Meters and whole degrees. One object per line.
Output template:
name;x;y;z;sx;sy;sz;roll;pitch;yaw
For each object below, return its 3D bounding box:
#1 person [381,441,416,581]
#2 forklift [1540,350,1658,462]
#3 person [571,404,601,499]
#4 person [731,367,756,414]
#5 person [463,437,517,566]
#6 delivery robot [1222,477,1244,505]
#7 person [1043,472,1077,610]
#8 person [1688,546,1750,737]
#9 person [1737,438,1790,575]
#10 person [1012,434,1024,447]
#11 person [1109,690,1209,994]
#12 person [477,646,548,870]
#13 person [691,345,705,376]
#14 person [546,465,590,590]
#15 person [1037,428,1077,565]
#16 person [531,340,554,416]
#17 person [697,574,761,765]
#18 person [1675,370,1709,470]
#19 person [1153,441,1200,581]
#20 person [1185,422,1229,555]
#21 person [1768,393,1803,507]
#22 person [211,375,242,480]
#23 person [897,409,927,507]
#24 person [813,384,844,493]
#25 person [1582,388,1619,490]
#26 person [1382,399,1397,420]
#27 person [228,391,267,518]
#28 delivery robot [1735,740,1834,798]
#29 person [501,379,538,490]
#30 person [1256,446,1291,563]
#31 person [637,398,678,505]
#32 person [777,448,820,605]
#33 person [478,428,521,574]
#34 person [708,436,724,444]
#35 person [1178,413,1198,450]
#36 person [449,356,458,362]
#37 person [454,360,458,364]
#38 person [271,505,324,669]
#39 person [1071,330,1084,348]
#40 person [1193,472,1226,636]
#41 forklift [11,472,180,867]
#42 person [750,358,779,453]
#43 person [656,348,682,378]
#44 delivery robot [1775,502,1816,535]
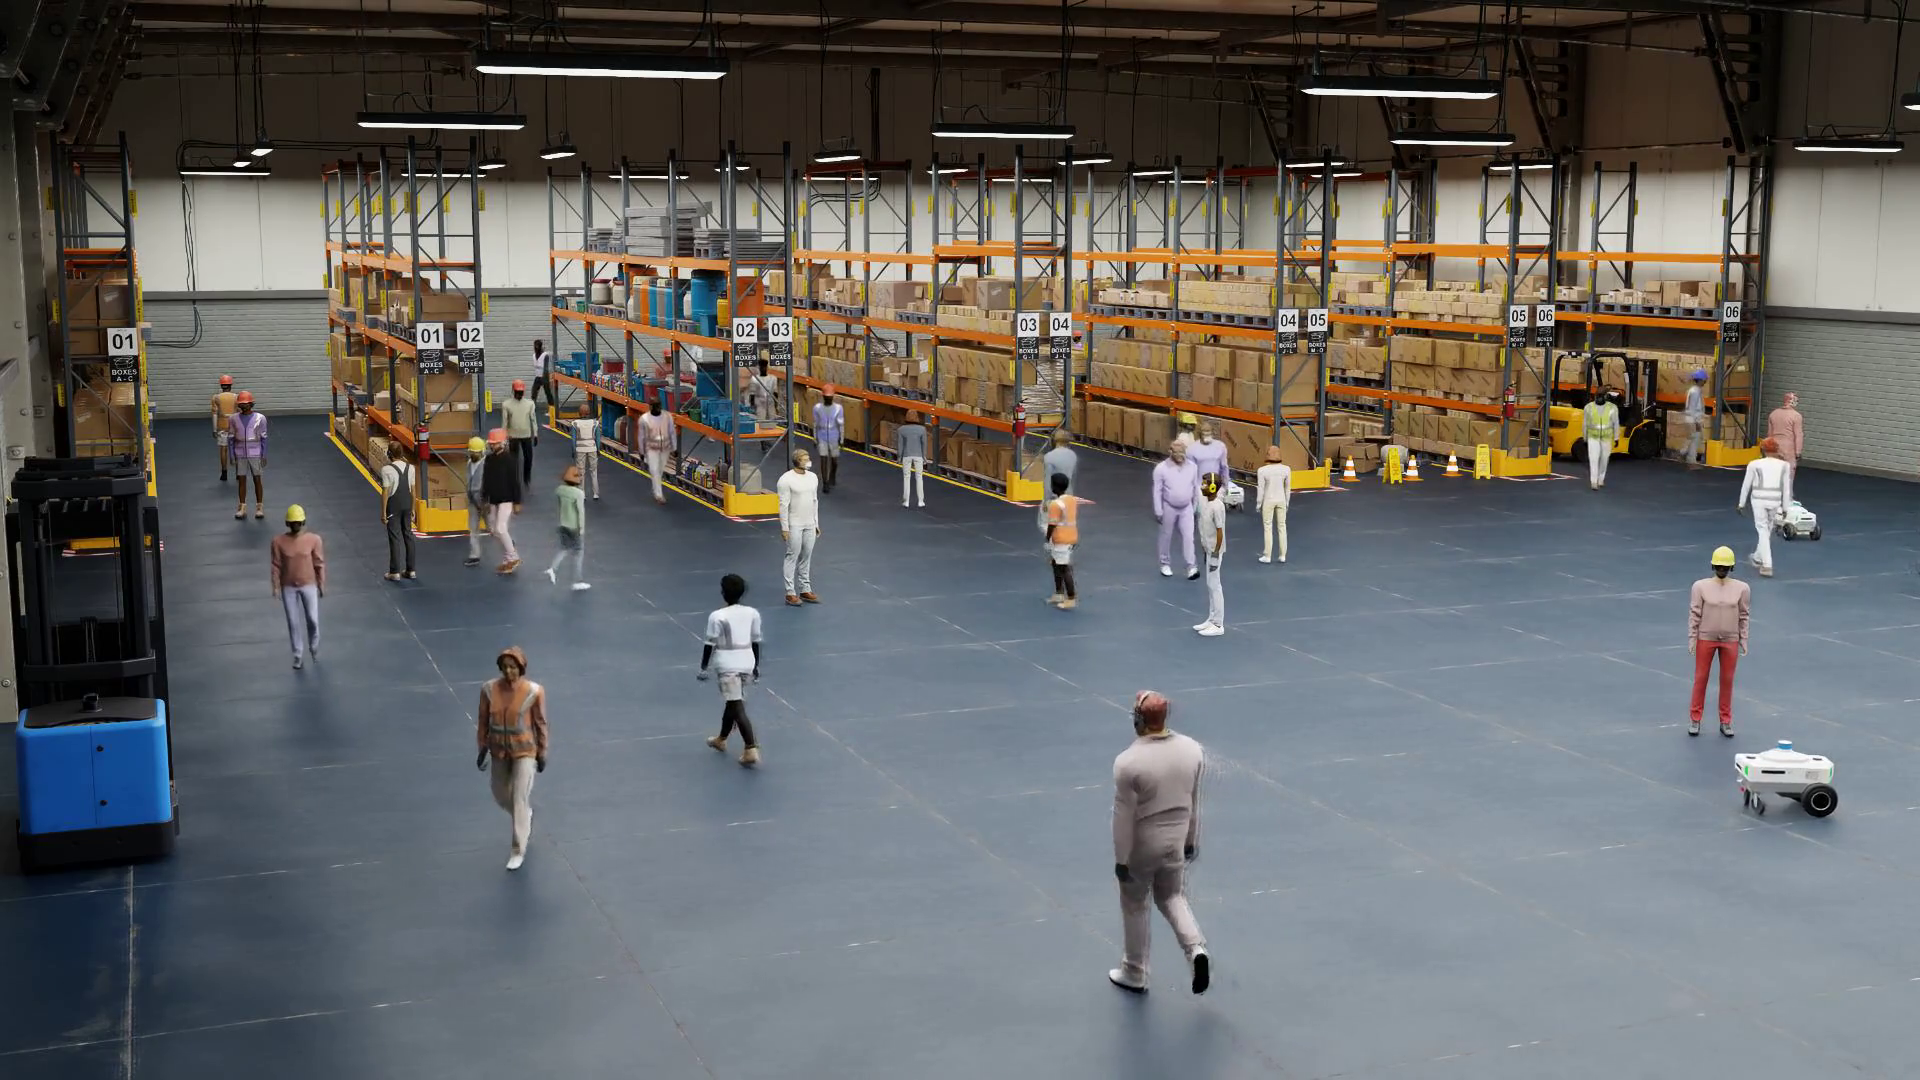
person;-7.456;-0.395;27.820;0.332;1.842;0.507;7;11;40
forklift;12.897;-2.725;42.309;2.313;2.155;1.214;-3;9;-21
person;-6.401;-1.502;35.853;0.513;1.641;0.307;-3;9;-18
person;-5.093;-3.601;49.039;0.619;1.873;0.974;-3;9;-18
person;-6.552;-0.554;29.026;0.607;1.800;0.728;6;10;35
delivery robot;4.404;-0.791;34.542;0.477;0.478;0.707;-2;9;-16
person;1.191;0.009;25.639;0.633;1.671;0.552;5;10;29
person;6.971;0.927;19.245;0.532;1.765;0.328;2;9;11
person;10.877;-0.474;28.345;0.596;1.830;0.981;0;9;-1
person;1.083;-2.344;40.766;0.600;1.838;0.946;-3;9;-19
person;1.200;1.847;12.692;0.656;1.888;0.672;-5;10;-29
person;-3.280;1.564;15.483;0.520;1.614;0.675;2;9;13
person;-6.821;-4.418;54.489;0.496;1.886;0.706;-3;9;-18
person;-5.038;-0.151;26.915;0.513;1.616;0.508;6;11;36
person;1.332;-0.575;28.737;0.453;1.919;0.651;8;12;44
person;-10.393;-3.984;51.673;0.604;1.864;1.010;6;11;37
person;-1.989;1.118;18.340;0.539;1.649;0.874;-8;12;-44
person;14.143;-2.312;40.304;0.477;1.933;0.611;3;9;19
person;2.884;-0.394;27.780;0.658;1.842;1.008;-2;9;-12
person;3.521;-0.739;29.866;0.661;1.912;0.427;-1;9;-8
person;13.845;-1.514;35.066;0.399;1.903;0.643;-5;10;-28
person;-13.546;-2.083;38.748;0.552;1.933;0.361;-4;9;-23
person;-0.797;-1.368;34.978;0.498;1.634;0.281;0;9;-2
person;-2.327;-1.807;36.981;0.555;1.922;0.616;-1;9;-5
person;11.471;-1.838;37.528;0.619;1.813;0.884;2;9;12
person;9.907;-3.422;48.347;0.483;1.737;0.320;8;12;43
person;-11.449;-1.376;33.674;0.607;2.044;0.379;-1;9;-6
delivery robot;6.632;1.860;16.869;0.707;0.478;0.477;1;8;7
person;-7.809;-1.866;37.119;0.631;1.992;0.434;-3;9;-22
person;4.367;-0.500;29.191;0.498;1.634;0.281;-2;9;-13
person;-5.136;-1.524;35.518;0.616;1.799;0.981;-4;10;-27
person;-1.986;-0.175;26.014;0.364;1.939;0.636;7;11;41
person;-6.209;-0.523;28.229;0.625;1.976;0.497;7;11;39
person;-5.259;-2.888;45.238;0.535;1.588;0.857;-5;10;-29
person;3.608;-1.165;33.350;0.928;1.714;0.545;5;10;30
person;-12.224;-3.854;50.769;0.510;1.872;0.328;-4;10;-27
person;-10.697;-2.924;44.691;0.590;1.833;0.404;-6;10;-35
person;-7.012;0.490;22.177;0.536;1.752;0.363;-2;9;-12
person;3.097;-4.583;55.404;0.363;1.935;0.553;2;9;10
person;2.885;0.153;24.048;0.330;1.874;0.518;0;9;-2
forklift;-6.630;0.886;15.957;1.129;2.768;1.873;-3;9;-21
person;-4.039;-2.789;43.389;0.647;1.952;0.419;-4;9;-24
person;-6.464;-3.303;46.766;0.616;1.975;0.598;-4;9;-25
delivery robot;12.573;-0.336;31.506;0.477;0.478;0.707;-1;8;-4
